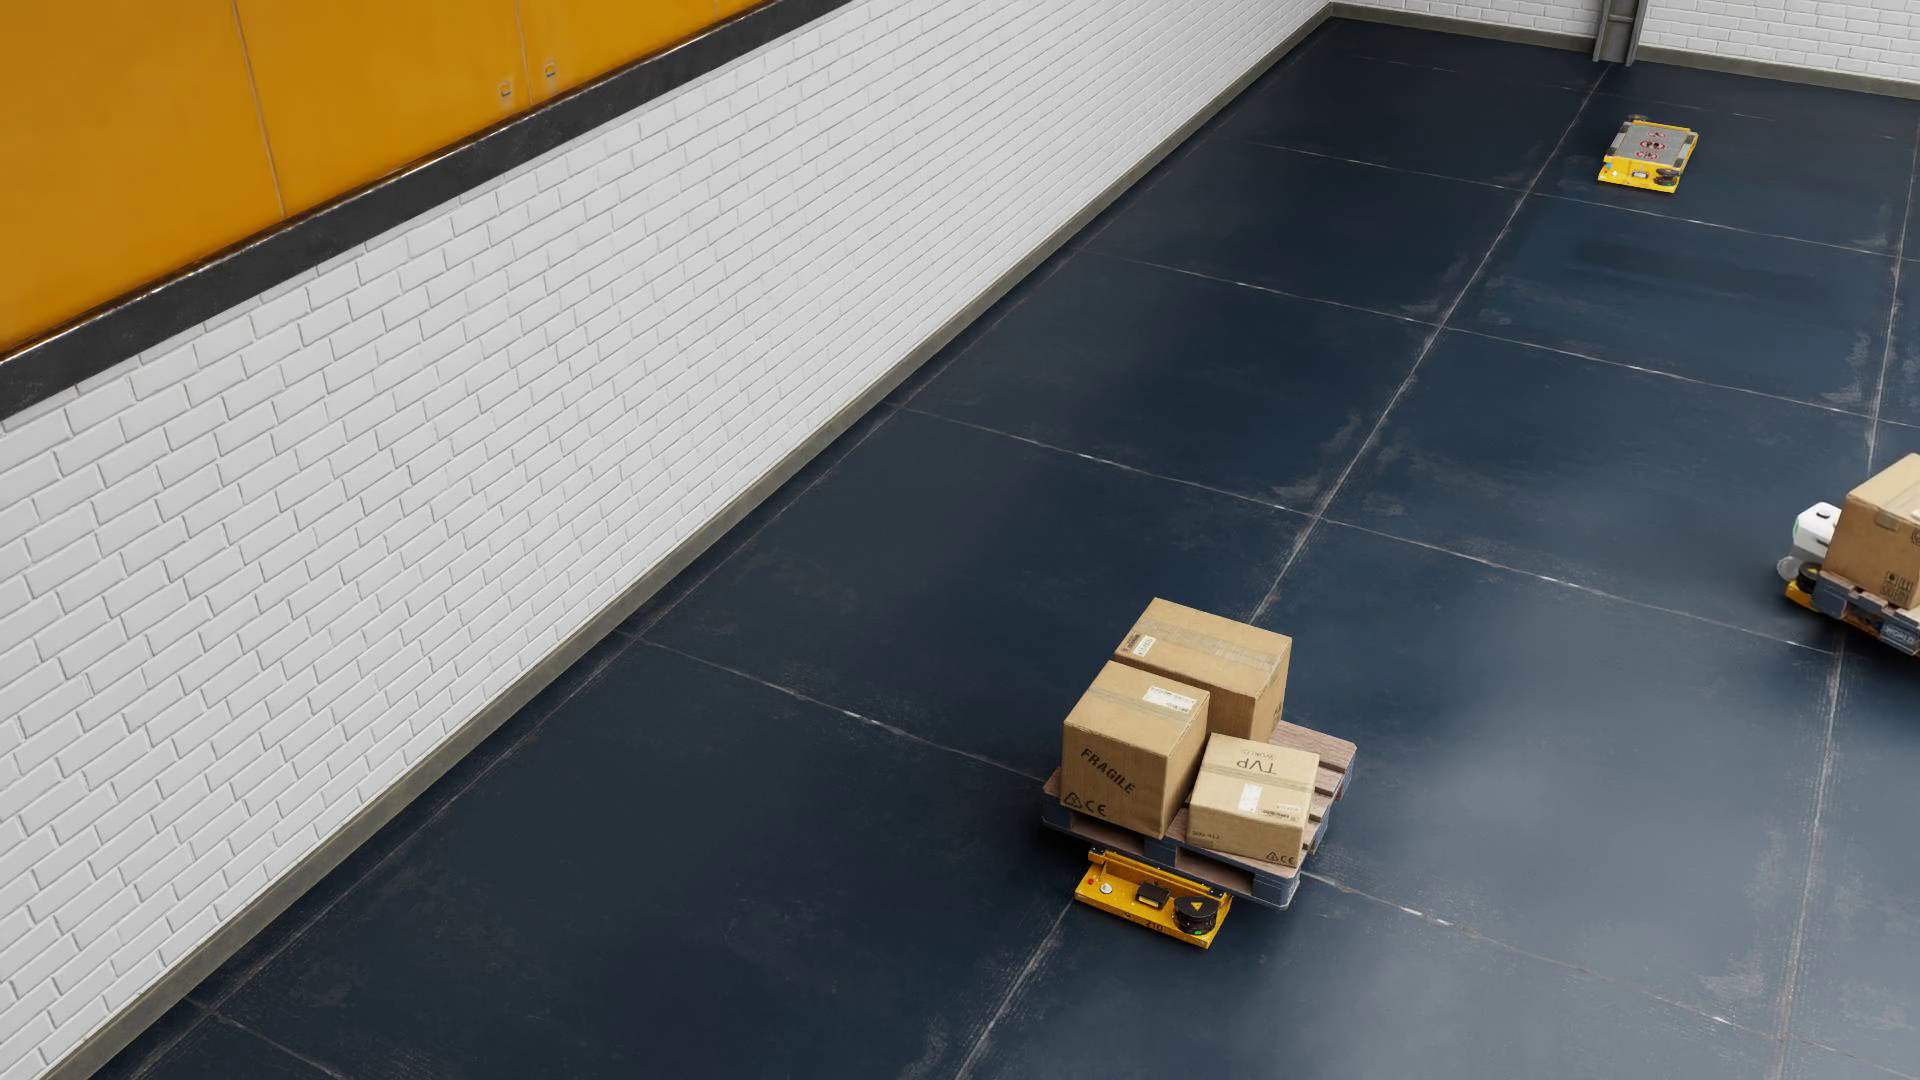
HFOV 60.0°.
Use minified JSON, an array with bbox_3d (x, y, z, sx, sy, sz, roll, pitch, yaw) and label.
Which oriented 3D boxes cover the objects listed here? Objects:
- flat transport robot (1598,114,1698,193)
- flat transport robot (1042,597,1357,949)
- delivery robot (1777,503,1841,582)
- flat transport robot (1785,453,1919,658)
[{"bbox_3d":[6.331,-3.546,15.253,0.659,0.231,1.431,17,37,23],"label":"flat transport robot"},{"bbox_3d":[1.147,1.328,8.002,0.659,0.231,1.431,17,37,23],"label":"flat transport robot"},{"bbox_3d":[5.174,0.101,9.564,0.499,0.587,0.789,-23,40,-30],"label":"delivery robot"},{"bbox_3d":[5.472,0.460,9.294,0.659,0.231,1.431,-23,40,-31],"label":"flat transport robot"}]
